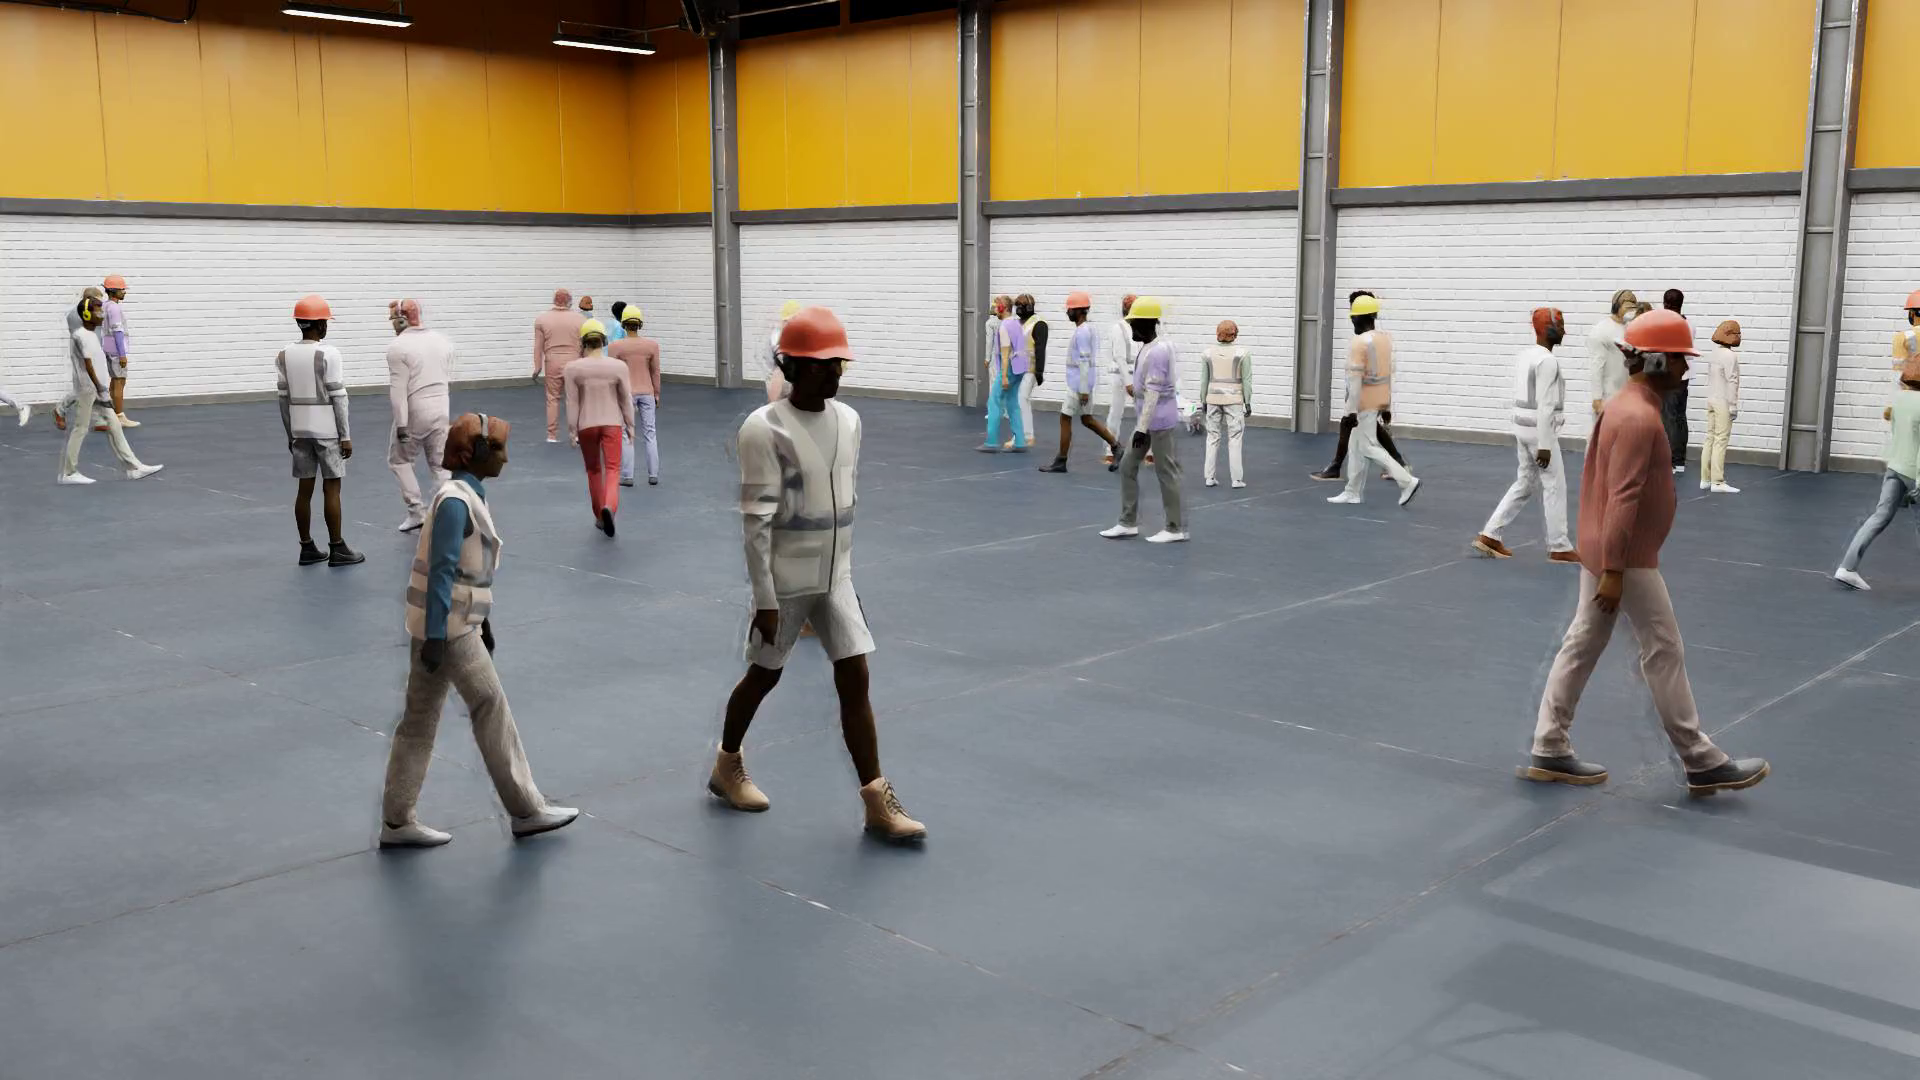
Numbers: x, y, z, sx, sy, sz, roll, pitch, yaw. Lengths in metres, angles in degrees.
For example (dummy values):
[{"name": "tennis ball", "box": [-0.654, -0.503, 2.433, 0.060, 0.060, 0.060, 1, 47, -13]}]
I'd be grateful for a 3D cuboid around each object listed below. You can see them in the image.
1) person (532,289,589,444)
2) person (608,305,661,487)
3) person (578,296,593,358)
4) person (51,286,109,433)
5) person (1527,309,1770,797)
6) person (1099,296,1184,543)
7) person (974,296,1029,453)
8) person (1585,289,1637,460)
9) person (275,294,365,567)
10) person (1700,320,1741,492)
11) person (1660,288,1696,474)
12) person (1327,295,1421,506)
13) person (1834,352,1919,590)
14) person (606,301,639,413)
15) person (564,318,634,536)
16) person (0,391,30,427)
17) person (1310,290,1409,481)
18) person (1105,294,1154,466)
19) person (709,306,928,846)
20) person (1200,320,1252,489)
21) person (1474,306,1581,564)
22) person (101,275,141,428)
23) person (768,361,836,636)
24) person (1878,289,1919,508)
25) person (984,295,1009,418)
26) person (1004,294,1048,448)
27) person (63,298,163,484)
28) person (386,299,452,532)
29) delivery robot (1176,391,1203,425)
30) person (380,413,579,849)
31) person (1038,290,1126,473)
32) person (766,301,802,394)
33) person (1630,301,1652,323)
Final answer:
[{"name": "person", "box": [-4.849, -2.092, 20.225, 0.716, 1.900, 0.535, -2, 9, -10]}, {"name": "person", "box": [-3.182, -1.402, 16.250, 0.524, 1.769, 0.314, -5, 10, -27]}, {"name": "person", "box": [-6.618, -3.502, 29.525, 0.283, 1.634, 0.498, -8, 12, -39]}, {"name": "person", "box": [-11.336, -2.315, 21.455, 0.775, 1.897, 0.662, 2, 9, 10]}, {"name": "person", "box": [2.807, 0.061, 6.698, 0.980, 1.946, 0.647, 2, 9, 12]}, {"name": "person", "box": [1.395, -0.912, 12.820, 0.782, 1.903, 0.593, -1, 9, -9]}, {"name": "person", "box": [0.464, -1.896, 19.143, 0.693, 1.807, 0.628, 3, 10, 20]}, {"name": "person", "box": [6.007, -1.326, 15.271, 0.627, 1.934, 0.372, -6, 11, -34]}, {"name": "person", "box": [-4.575, -0.773, 11.867, 0.543, 1.939, 0.360, 3, 10, 17]}, {"name": "person", "box": [7.281, -1.274, 15.867, 0.285, 1.633, 0.498, 0, 9, 2]}, {"name": "person", "box": [7.403, -1.642, 17.260, 0.590, 1.917, 0.396, -8, 12, -40]}, {"name": "person", "box": [3.713, -1.222, 14.766, 0.817, 1.894, 0.594, 7, 11, 36]}, {"name": "person", "box": [6.206, -0.441, 10.895, 0.865, 1.594, 0.510, 0, 9, -2]}, {"name": "person", "box": [-4.989, -2.667, 24.365, 0.894, 1.647, 0.531, -4, 10, -24]}, {"name": "person", "box": [-2.881, -0.902, 13.294, 0.528, 1.736, 0.807, -2, 9, -10]}, {"name": "person", "box": [-12.767, -2.351, 21.866, 0.801, 1.837, 0.581, -8, 13, -42]}, {"name": "person", "box": [4.070, -1.539, 16.641, 0.999, 1.921, 0.625, 0, 9, -2]}, {"name": "person", "box": [1.874, -1.685, 17.716, 0.882, 1.844, 0.587, 9, 13, 43]}, {"name": "person", "box": [-0.602, 0.118, 6.269, 1.063, 1.992, 0.633, 8, 12, 40]}, {"name": "person", "box": [2.569, -1.312, 16.121, 0.520, 1.633, 0.315, 5, 11, 29]}, {"name": "person", "box": [4.166, -0.750, 12.004, 0.701, 1.877, 0.595, 0, 9, 2]}, {"name": "person", "box": [-11.223, -2.511, 22.203, 0.384, 2.041, 0.615, -7, 12, -38]}, {"name": "person", "box": [-0.884, -0.365, 9.682, 0.429, 1.838, 0.621, -4, 10, -22]}, {"name": "person", "box": [8.495, -1.256, 14.830, 0.551, 1.934, 0.372, -2, 9, -10]}, {"name": "person", "box": [0.557, -2.584, 23.566, 0.491, 1.744, 0.295, -6, 11, -32]}, {"name": "person", "box": [0.738, -2.002, 19.738, 0.512, 1.830, 0.663, -5, 11, -28]}, {"name": "person", "box": [-8.461, -1.459, 16.422, 0.954, 1.826, 0.519, -2, 9, -10]}, {"name": "person", "box": [-4.334, -0.980, 13.307, 0.553, 1.879, 0.678, 5, 11, 30]}, {"name": "delivery robot", "box": [2.757, -1.676, 21.342, 0.707, 0.478, 0.477, 6, 11, 32]}, {"name": "person", "box": [-1.797, 0.333, 6.129, 0.791, 1.582, 0.513, -3, 10, -20]}, {"name": "person", "box": [1.315, -1.628, 17.227, 0.910, 1.906, 0.554, 1, 9, 9]}, {"name": "person", "box": [-1.620, -1.451, 16.461, 0.590, 1.795, 0.801, -1, 9, -8]}, {"name": "person", "box": [7.424, -1.688, 17.991, 0.553, 1.777, 0.987, -7, 11, -36]}]
